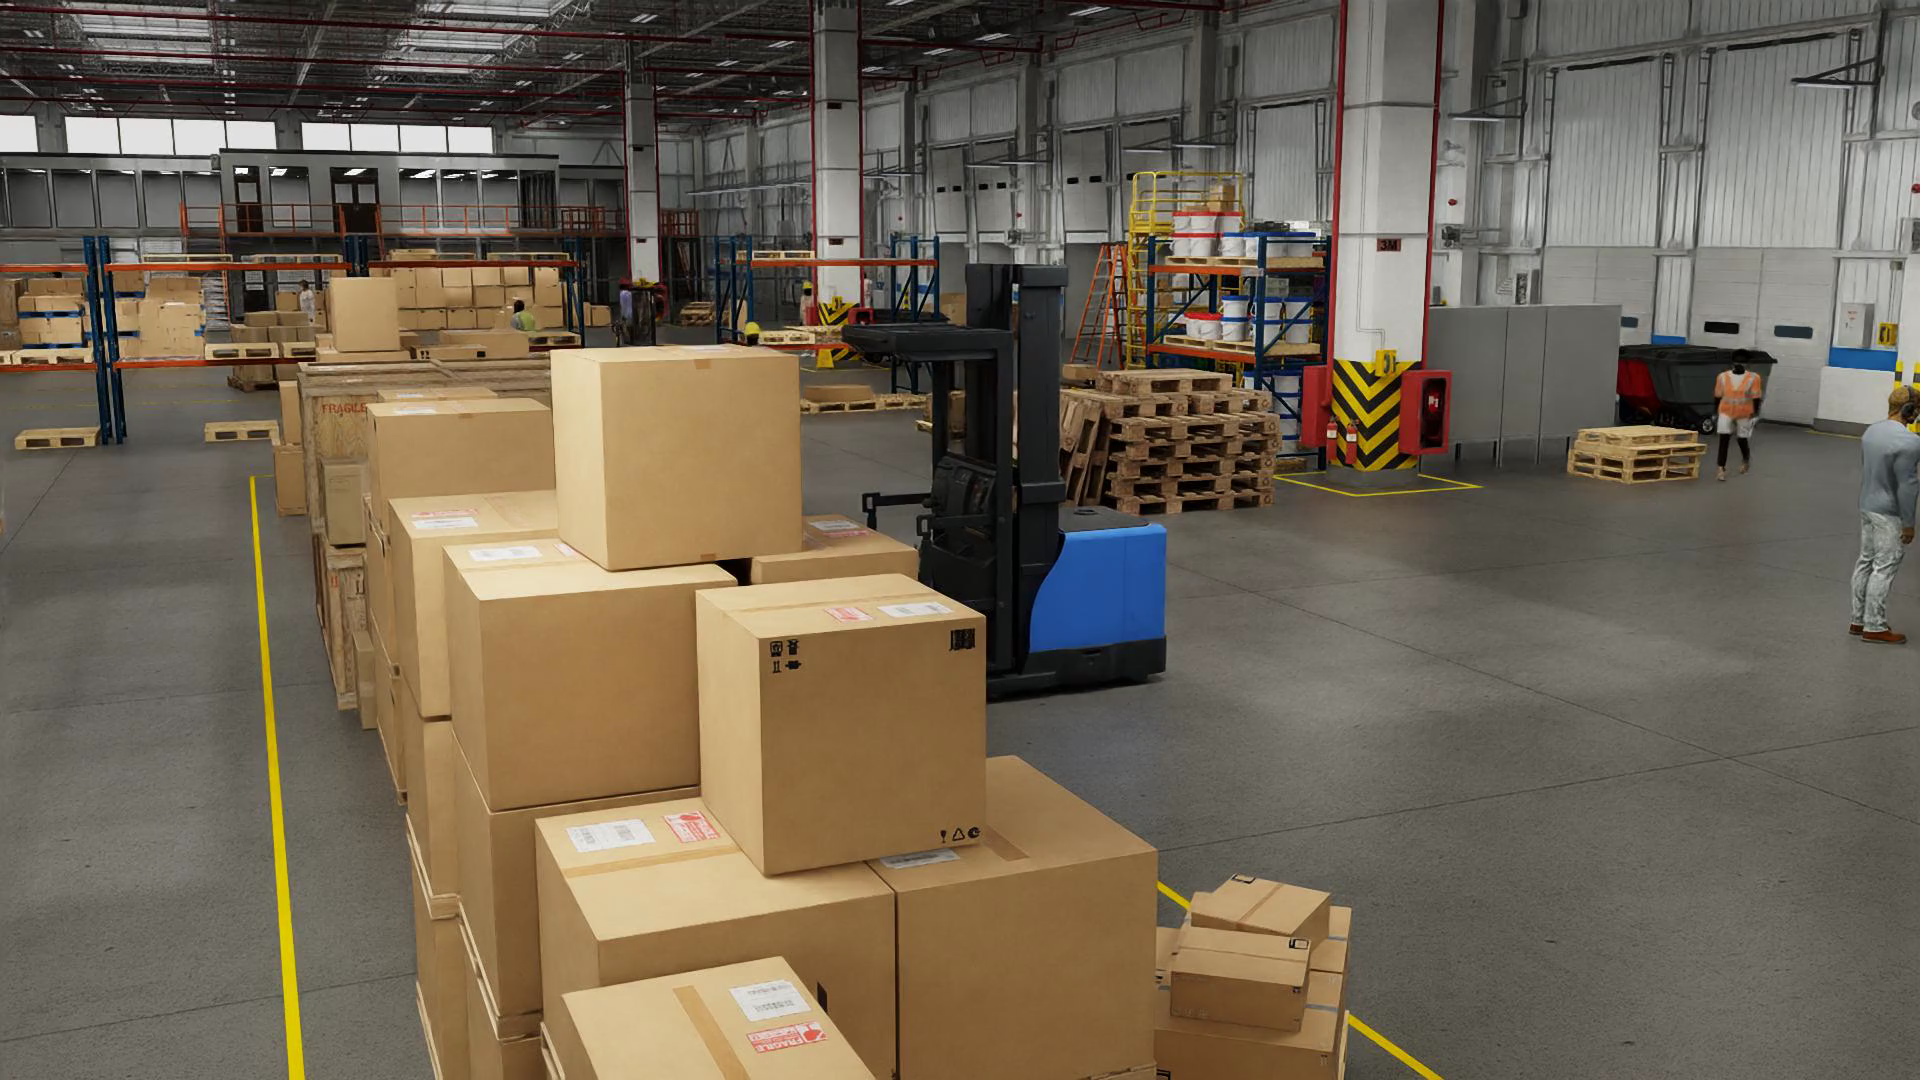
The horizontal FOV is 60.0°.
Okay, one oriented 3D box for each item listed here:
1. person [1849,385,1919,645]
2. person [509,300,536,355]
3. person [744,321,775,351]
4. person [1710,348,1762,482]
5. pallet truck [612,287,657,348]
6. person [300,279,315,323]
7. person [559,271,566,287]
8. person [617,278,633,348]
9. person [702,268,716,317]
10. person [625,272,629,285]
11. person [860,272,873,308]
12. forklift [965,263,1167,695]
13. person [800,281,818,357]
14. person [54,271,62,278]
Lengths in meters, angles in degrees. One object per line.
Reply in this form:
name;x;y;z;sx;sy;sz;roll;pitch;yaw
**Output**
person;6.888;-0.184;12.342;0.387;1.930;0.632;0;10;1
person;-8.607;-3.784;32.556;0.885;1.786;0.689;5;12;27
person;-2.687;-1.912;21.881;0.620;1.911;0.475;-3;11;-16
person;9.671;-1.572;20.705;0.553;1.666;0.730;7;12;32
pallet truck;-6.464;-4.406;35.401;0.823;1.965;1.885;6;12;32
person;-17.032;-5.829;43.420;0.372;1.937;0.627;-10;14;-42
person;-13.702;-8.321;57.298;0.573;1.883;0.354;7;12;34
person;-9.121;-6.167;45.337;0.469;1.919;0.564;4;11;23
person;-9.528;-9.433;63.351;0.850;1.920;0.603;3;11;17
person;-12.517;-9.260;62.856;0.502;1.726;0.498;2;11;12
person;-3.411;-8.618;59.132;0.623;1.814;0.826;0;10;0
forklift;0.371;-0.447;11.152;1.873;2.768;1.129;-4;11;-23
person;-3.829;-5.584;42.098;0.594;1.922;0.386;7;12;34
person;-29.159;-7.743;53.988;0.615;1.926;0.927;2;11;13
